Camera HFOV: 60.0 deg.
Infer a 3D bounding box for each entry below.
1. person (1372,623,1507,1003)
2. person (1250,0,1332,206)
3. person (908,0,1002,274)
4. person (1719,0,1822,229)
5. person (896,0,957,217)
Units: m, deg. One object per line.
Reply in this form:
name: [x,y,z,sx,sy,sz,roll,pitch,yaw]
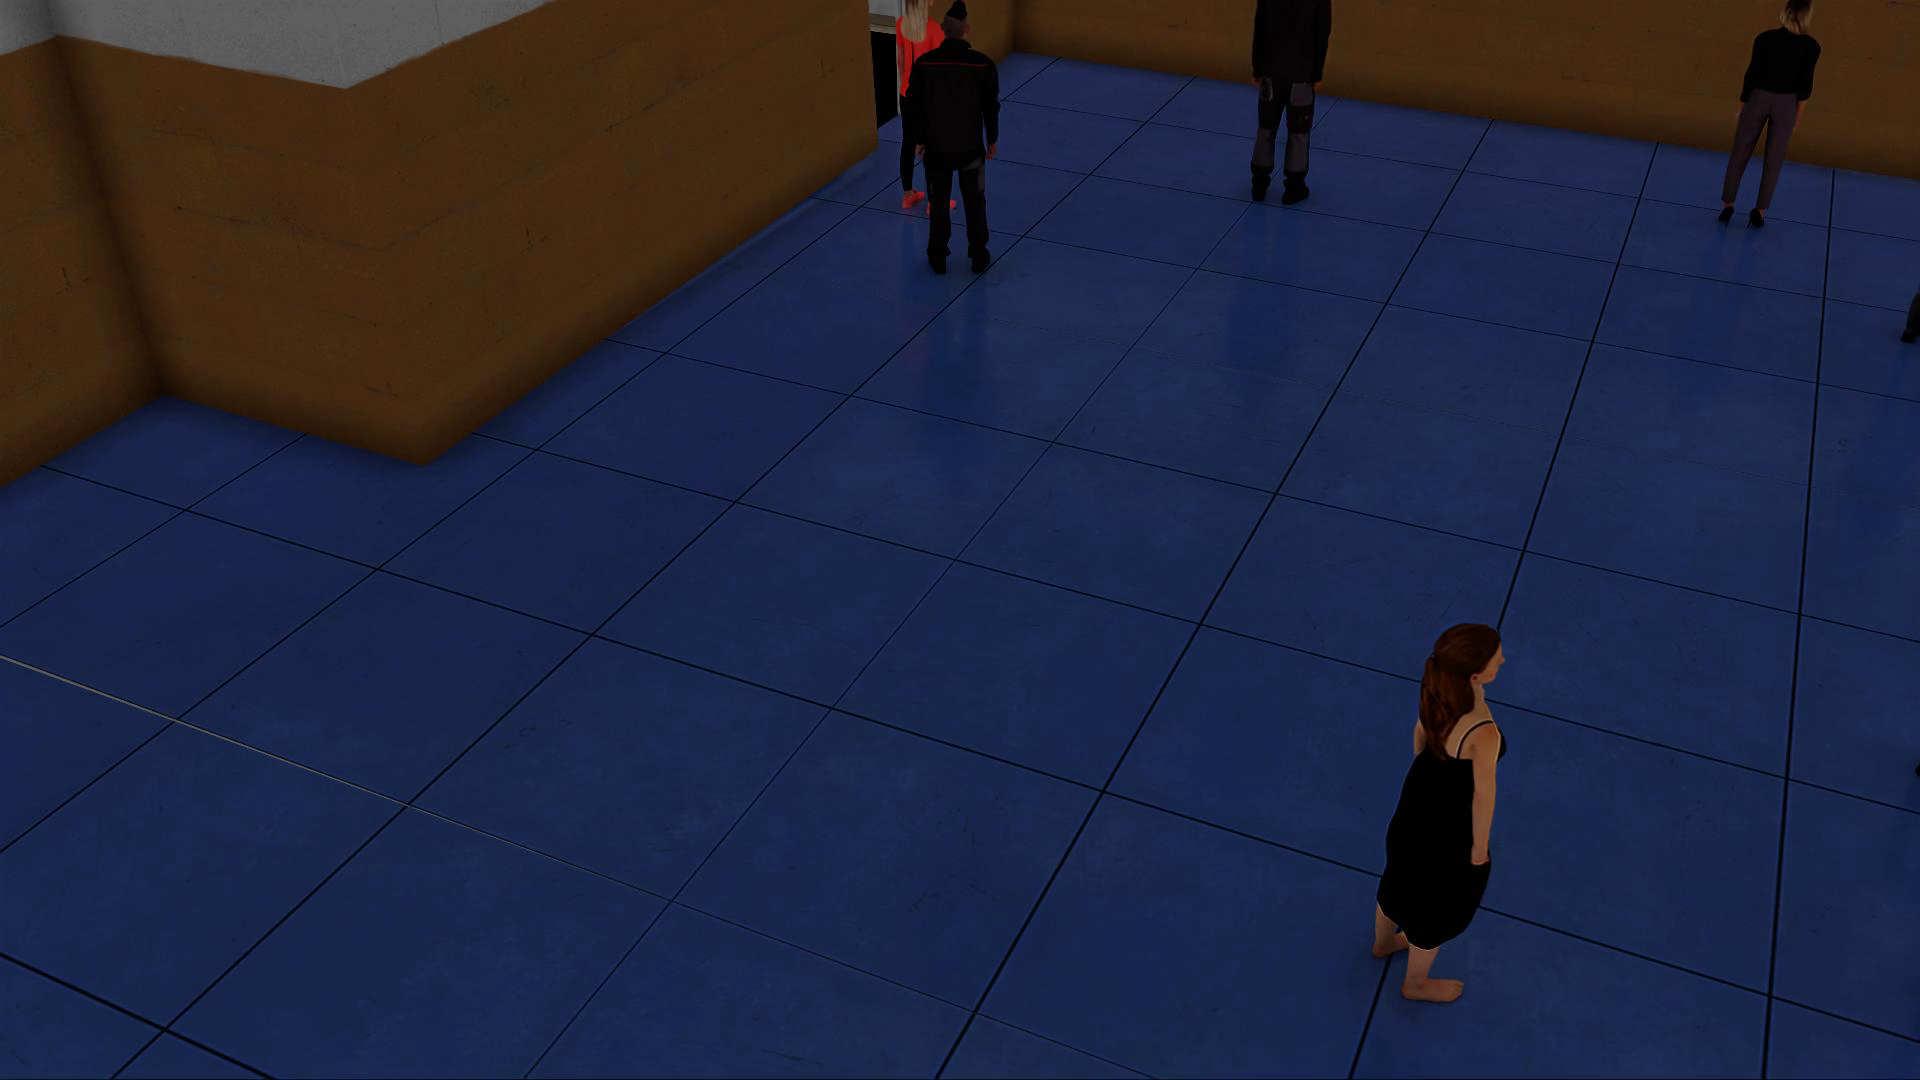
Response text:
person: [1.700,0.956,5.890,0.742,1.625,0.687,-10,35,-14]
person: [2.406,-3.438,12.206,0.503,1.945,0.745,14,36,20]
person: [-0.031,-2.697,11.146,0.710,1.862,0.904,1,34,2]
person: [5.765,-3.042,11.858,0.480,1.671,0.669,17,37,23]
person: [-0.274,-3.221,12.106,0.536,1.694,0.699,24,40,31]
